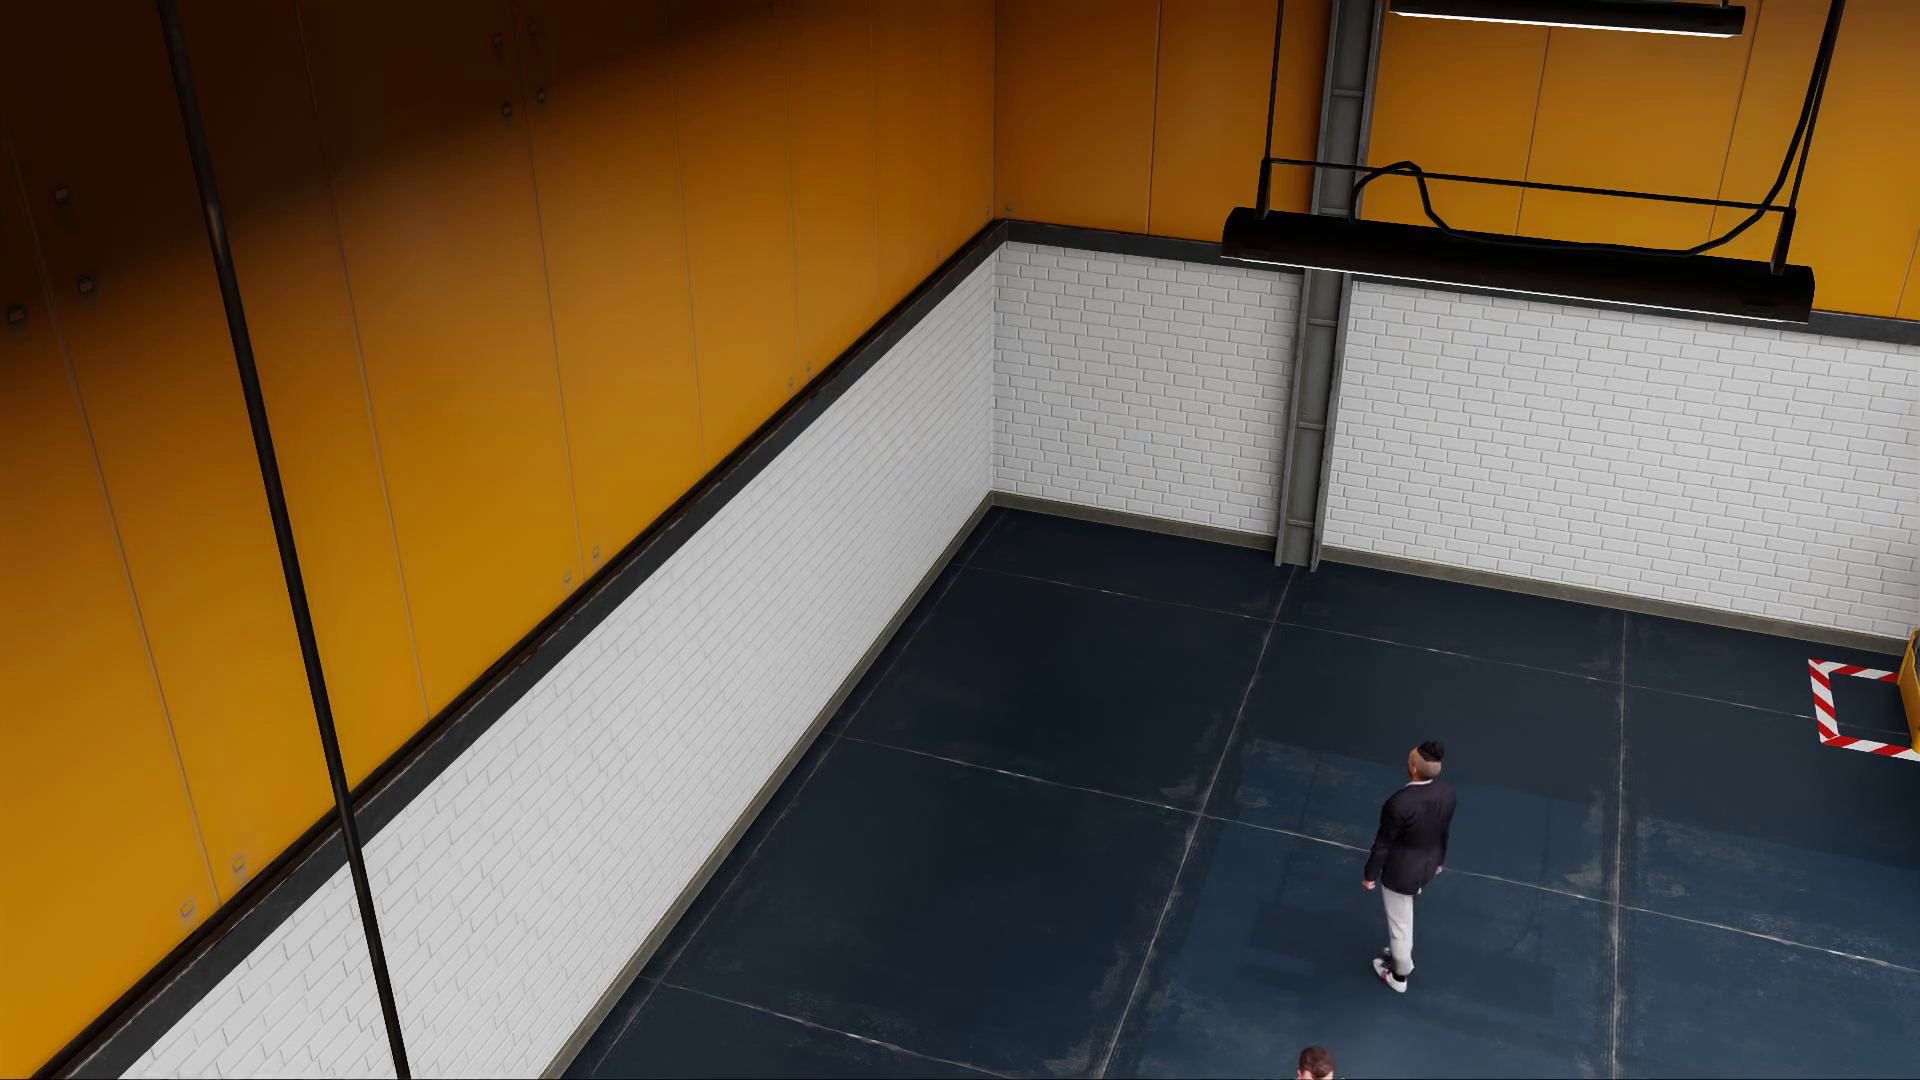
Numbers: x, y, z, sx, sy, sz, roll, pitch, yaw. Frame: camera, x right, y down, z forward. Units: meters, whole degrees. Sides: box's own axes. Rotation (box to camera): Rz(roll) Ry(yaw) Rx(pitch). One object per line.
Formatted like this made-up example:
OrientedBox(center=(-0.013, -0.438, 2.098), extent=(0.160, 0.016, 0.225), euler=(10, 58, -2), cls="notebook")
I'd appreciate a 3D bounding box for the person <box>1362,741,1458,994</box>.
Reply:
OrientedBox(center=(2.931, 2.115, 10.594), extent=(0.843, 1.945, 0.886), euler=(-15, 32, -25), cls="person")
